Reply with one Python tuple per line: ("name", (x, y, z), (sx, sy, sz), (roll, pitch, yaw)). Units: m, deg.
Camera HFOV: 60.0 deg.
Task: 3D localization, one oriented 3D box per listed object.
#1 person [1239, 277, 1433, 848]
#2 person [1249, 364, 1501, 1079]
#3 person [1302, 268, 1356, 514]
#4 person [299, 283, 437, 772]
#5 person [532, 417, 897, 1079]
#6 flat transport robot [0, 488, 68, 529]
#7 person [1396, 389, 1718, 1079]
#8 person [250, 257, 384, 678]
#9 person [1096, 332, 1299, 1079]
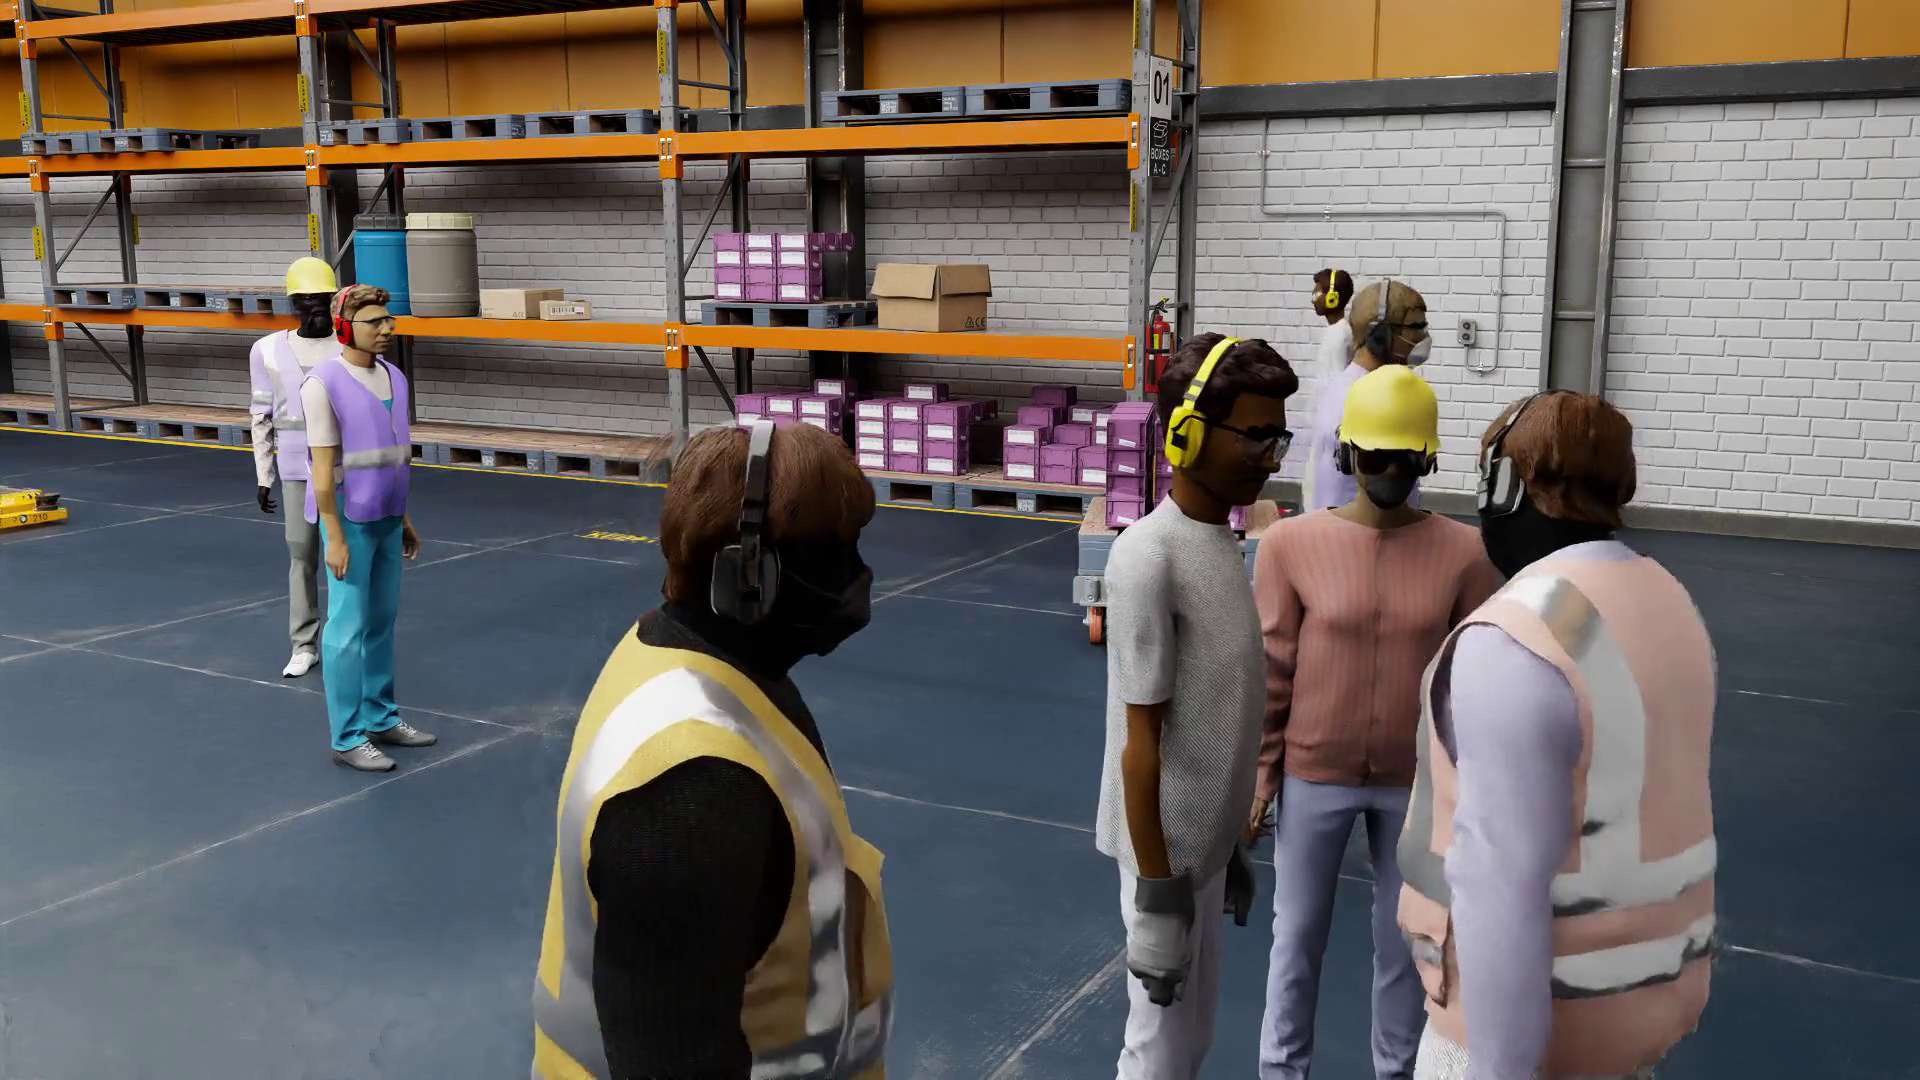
("person", (1.206, 0.127, 5.266), (0.910, 1.911, 0.641), (3, 11, 17))
("person", (0.867, 0.509, 3.547), (0.523, 1.766, 0.315), (1, 10, 4))
("person", (2.269, -0.671, 9.790), (0.746, 1.850, 0.535), (4, 11, 20))
("person", (-2.297, -0.055, 6.407), (0.397, 1.847, 0.564), (2, 11, 13))
("person", (-0.331, 0.756, 2.034), (0.512, 1.822, 0.667), (-2, 10, -9))
("flat transport robot", (-7.092, -0.250, 11.798), (1.431, 0.197, 0.652), (5, 12, 28))
("person", (0.871, 0.686, 2.479), (0.440, 1.803, 0.667), (10, 14, 42))
("person", (-2.944, -0.331, 7.685), (0.594, 1.929, 0.352), (-3, 11, -15))
("person", (0.414, 0.571, 2.928), (0.327, 1.865, 0.521), (4, 11, 21))
